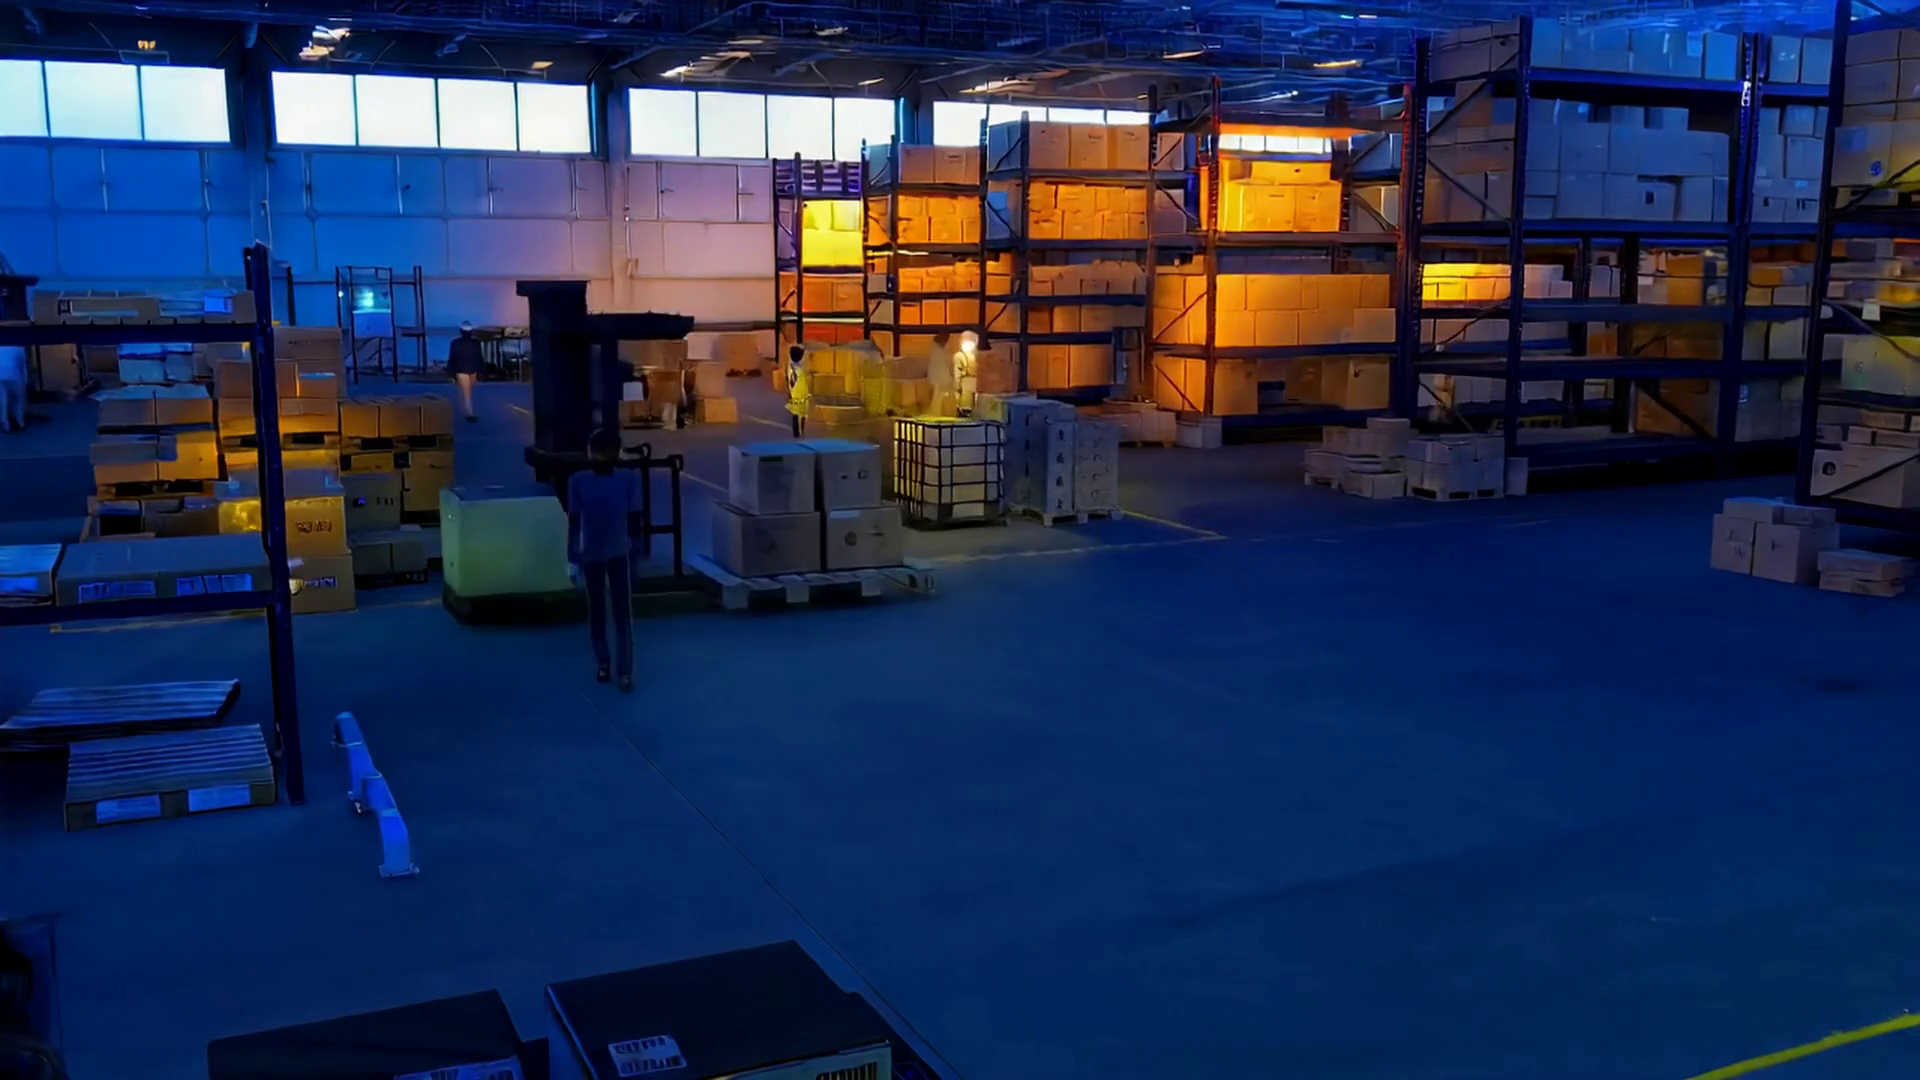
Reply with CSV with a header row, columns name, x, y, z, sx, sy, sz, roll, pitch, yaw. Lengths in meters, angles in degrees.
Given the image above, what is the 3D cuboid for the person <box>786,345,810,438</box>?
name,x,y,z,sx,sy,sz,roll,pitch,yaw
person,-2.669,-2.345,27.299,0.315,1.696,0.541,6,11,33

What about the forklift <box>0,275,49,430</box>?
name,x,y,z,sx,sy,sz,roll,pitch,yaw
forklift,-17.776,-3.459,30.545,1.129,2.768,1.873,-2,9,-10

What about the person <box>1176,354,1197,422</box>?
name,x,y,z,sx,sy,sz,roll,pitch,yaw
person,4.461,-3.174,32.130,0.728,1.803,0.475,0,9,-1

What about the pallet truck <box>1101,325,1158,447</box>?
name,x,y,z,sx,sy,sz,roll,pitch,yaw
pallet truck,2.881,-2.596,27.923,0.823,1.965,1.885,-1,9,-7

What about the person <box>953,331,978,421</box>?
name,x,y,z,sx,sy,sz,roll,pitch,yaw
person,0.122,-2.495,27.515,0.371,1.928,0.543,5,11,30

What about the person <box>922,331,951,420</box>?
name,x,y,z,sx,sy,sz,roll,pitch,yaw
person,-0.411,-2.578,28.138,0.935,1.903,0.629,-4,10,-24

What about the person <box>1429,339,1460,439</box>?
name,x,y,z,sx,sy,sz,roll,pitch,yaw
person,7.299,-2.055,24.862,0.827,1.911,0.545,-5,11,-30

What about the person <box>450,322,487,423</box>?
name,x,y,z,sx,sy,sz,roll,pitch,yaw
person,-9.413,-3.214,31.925,0.620,1.932,1.058,-7,12,-39

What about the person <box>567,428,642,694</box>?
name,x,y,z,sx,sy,sz,roll,pitch,yaw
person,-2.439,0.152,11.425,0.509,1.824,0.926,-2,9,-12

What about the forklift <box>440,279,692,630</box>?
name,x,y,z,sx,sy,sz,roll,pitch,yaw
forklift,-3.338,-0.769,13.856,1.873,2.768,1.129,-4,10,-25

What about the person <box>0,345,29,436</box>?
name,x,y,z,sx,sy,sz,roll,pitch,yaw
person,-16.932,-2.832,29.635,0.655,1.914,0.803,-3,10,-16
